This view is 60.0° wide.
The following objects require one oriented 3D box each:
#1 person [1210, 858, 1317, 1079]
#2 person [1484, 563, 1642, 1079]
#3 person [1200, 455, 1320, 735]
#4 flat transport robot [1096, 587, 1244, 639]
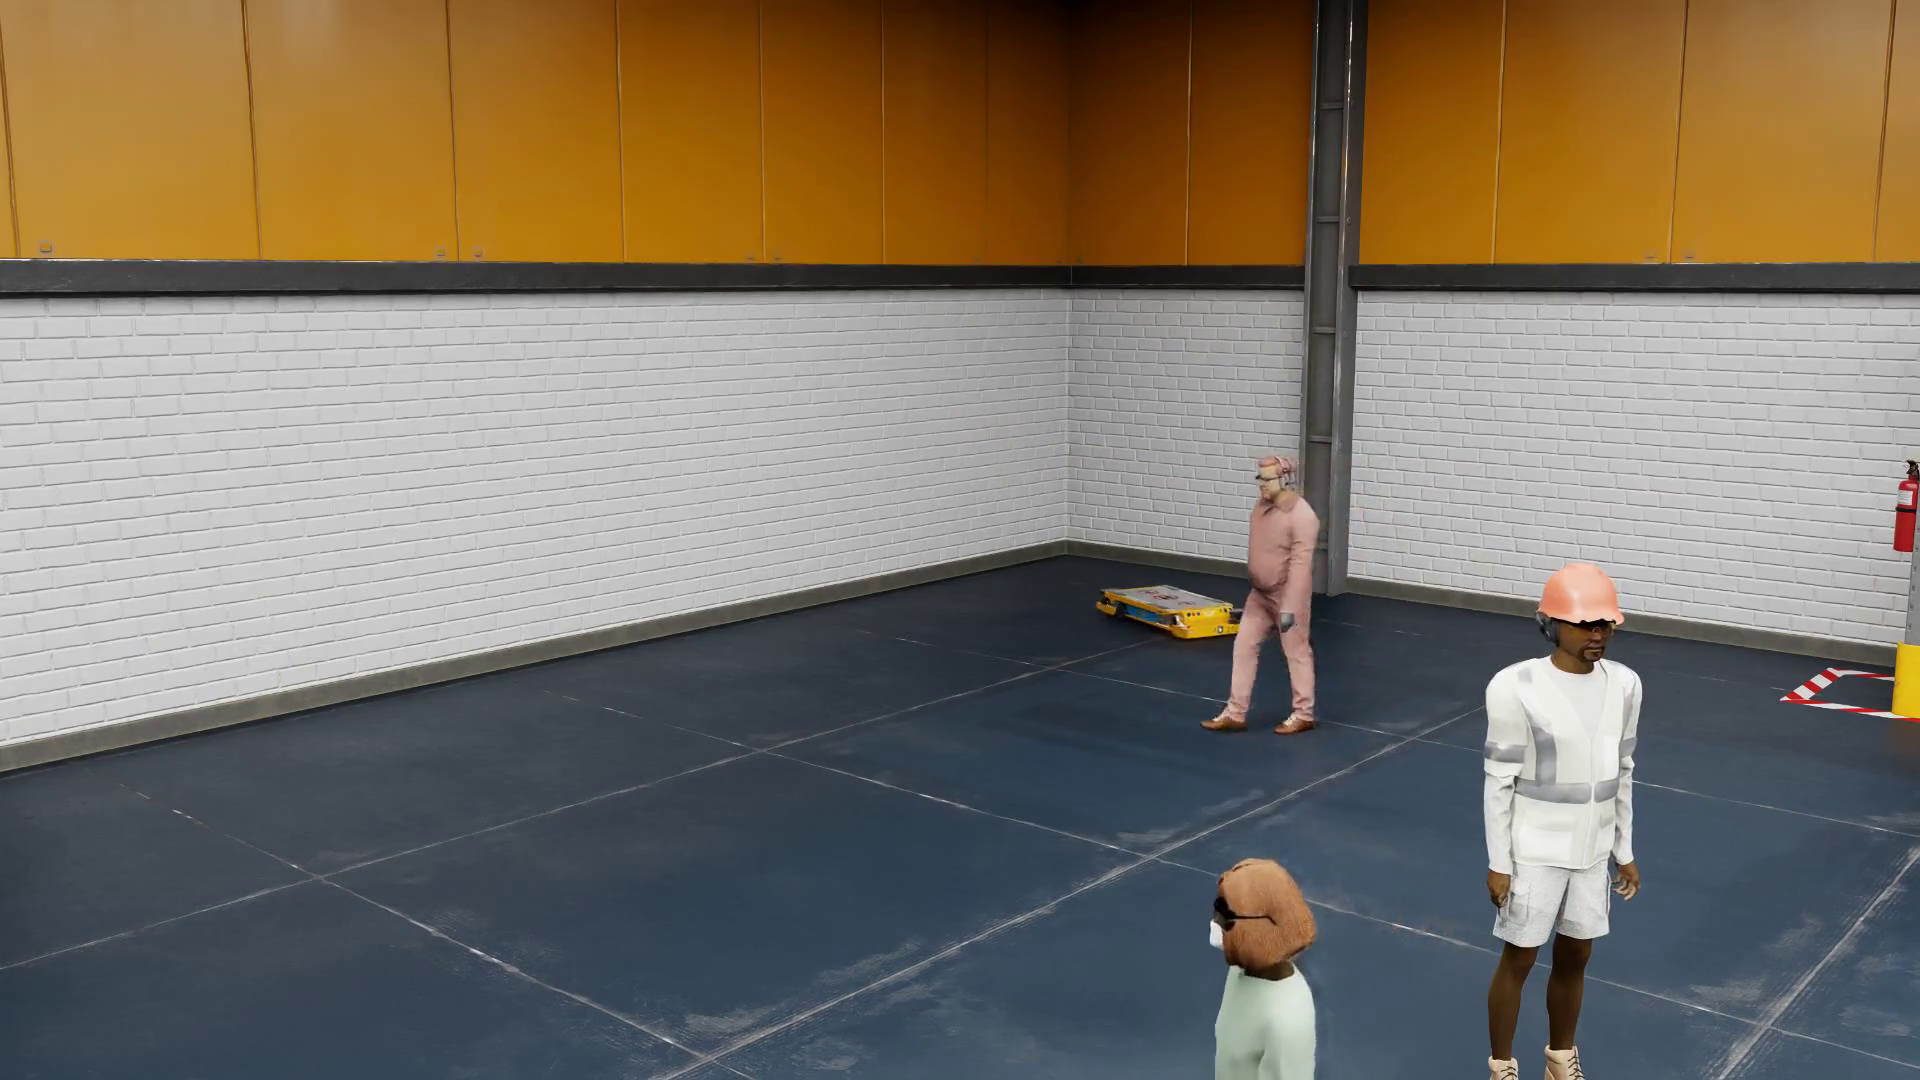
[{"bbox_3d":[0.673,1.579,4.178,0.825,1.585,0.523,-1,9,-7],"label":"person"},{"bbox_3d":[2.136,1.088,5.877,0.605,2.045,0.377,-3,9,-17],"label":"person"},{"bbox_3d":[1.988,0.382,10.843,0.903,1.863,0.662,-4,10,-24],"label":"person"},{"bbox_3d":[1.840,0.605,14.457,0.652,0.197,1.431,-5,10,-27],"label":"flat transport robot"}]
